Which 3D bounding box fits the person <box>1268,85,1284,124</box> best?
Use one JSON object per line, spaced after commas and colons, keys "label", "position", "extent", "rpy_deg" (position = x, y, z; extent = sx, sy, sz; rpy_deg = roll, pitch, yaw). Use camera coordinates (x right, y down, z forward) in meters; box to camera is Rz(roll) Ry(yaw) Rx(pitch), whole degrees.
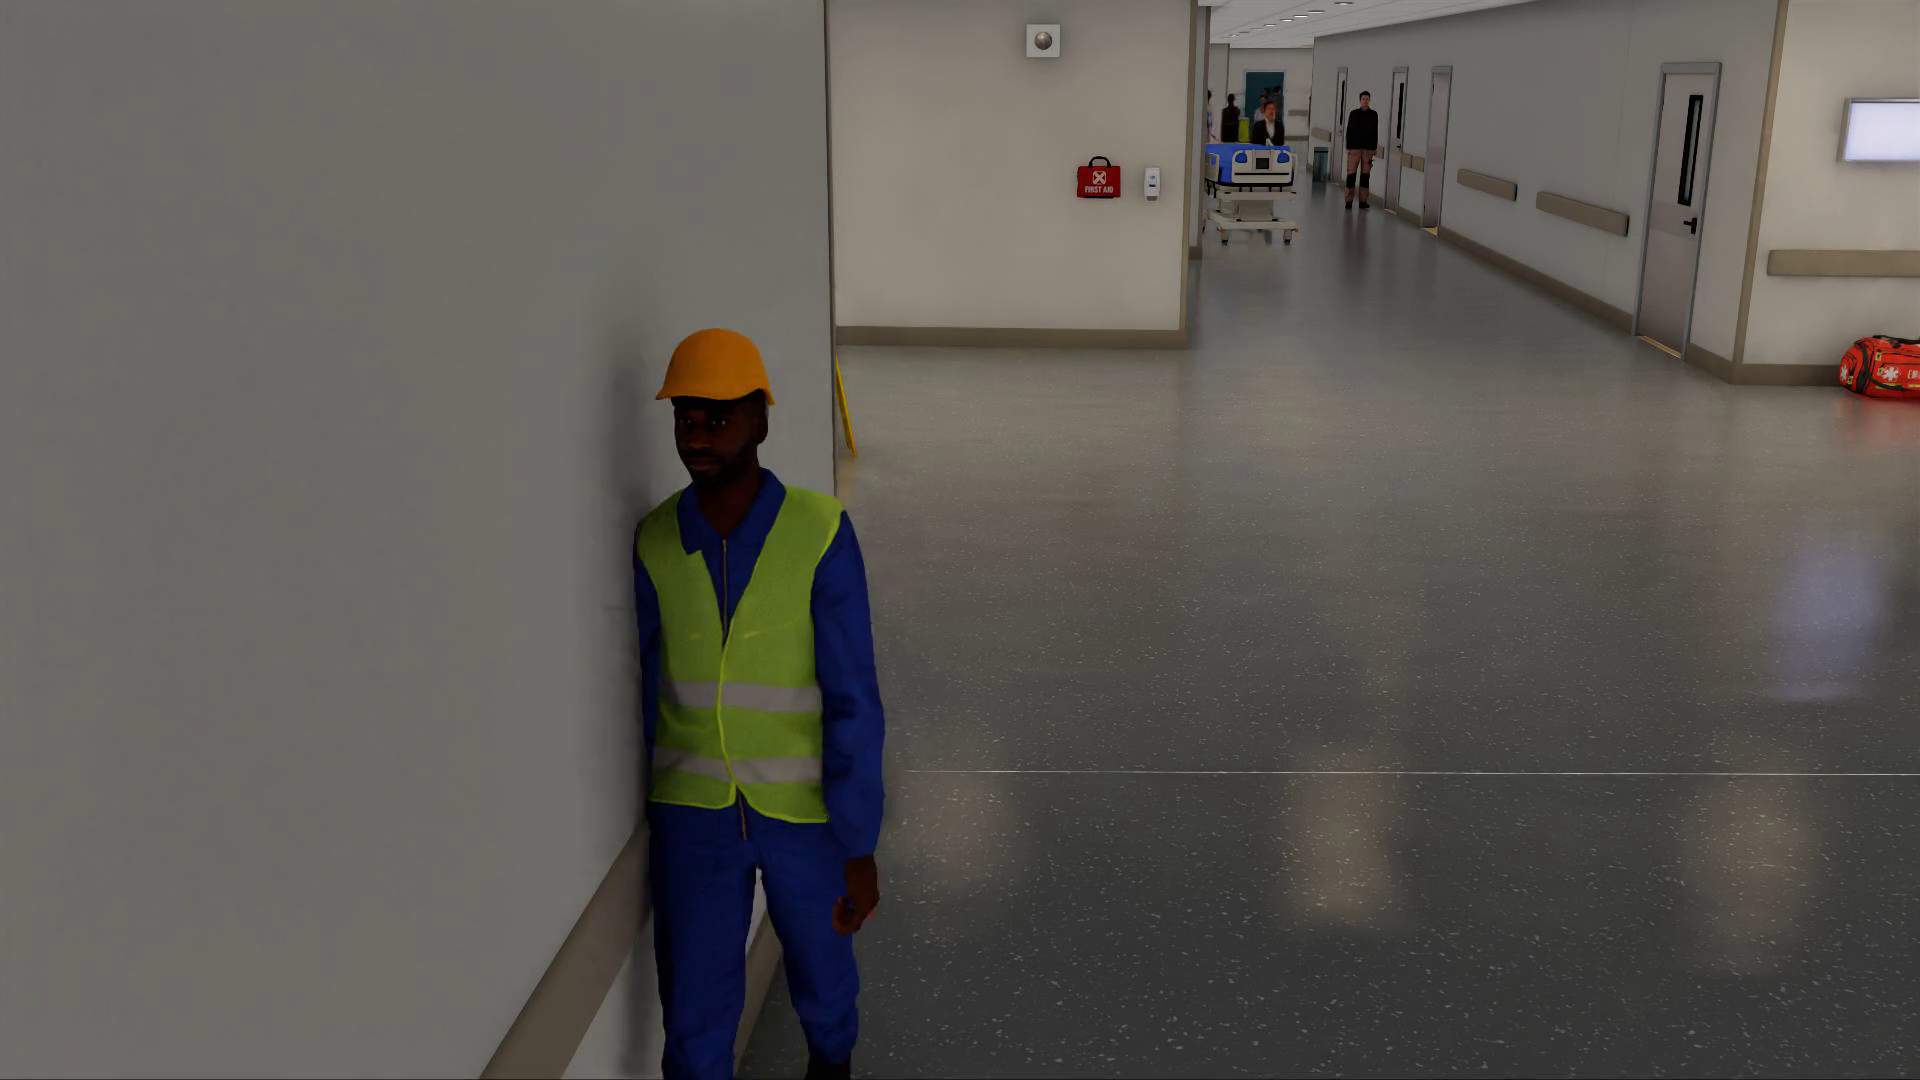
{"label": "person", "position": [8.843, -11.857, 46.909], "extent": [1.225, 1.847, 1.127], "rpy_deg": [-11, 19, -34]}

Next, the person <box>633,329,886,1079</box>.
{"label": "person", "position": [-0.352, 0.497, 3.207], "extent": [1.114, 1.782, 0.736], "rpy_deg": [2, 16, 7]}

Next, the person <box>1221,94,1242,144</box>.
{"label": "person", "position": [6.134, -9.146, 37.482], "extent": [0.937, 1.743, 0.745], "rpy_deg": [-2, 16, -8]}

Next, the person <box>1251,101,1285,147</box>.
{"label": "person", "position": [4.739, -5.879, 25.811], "extent": [0.910, 1.788, 0.902], "rpy_deg": [-4, 16, -13]}

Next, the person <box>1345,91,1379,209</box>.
{"label": "person", "position": [6.751, -6.562, 27.985], "extent": [0.553, 1.924, 0.769], "rpy_deg": [0, 16, 0]}

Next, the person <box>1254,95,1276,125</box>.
{"label": "person", "position": [6.892, -9.142, 37.550], "extent": [1.039, 1.698, 0.880], "rpy_deg": [5, 17, 17]}
